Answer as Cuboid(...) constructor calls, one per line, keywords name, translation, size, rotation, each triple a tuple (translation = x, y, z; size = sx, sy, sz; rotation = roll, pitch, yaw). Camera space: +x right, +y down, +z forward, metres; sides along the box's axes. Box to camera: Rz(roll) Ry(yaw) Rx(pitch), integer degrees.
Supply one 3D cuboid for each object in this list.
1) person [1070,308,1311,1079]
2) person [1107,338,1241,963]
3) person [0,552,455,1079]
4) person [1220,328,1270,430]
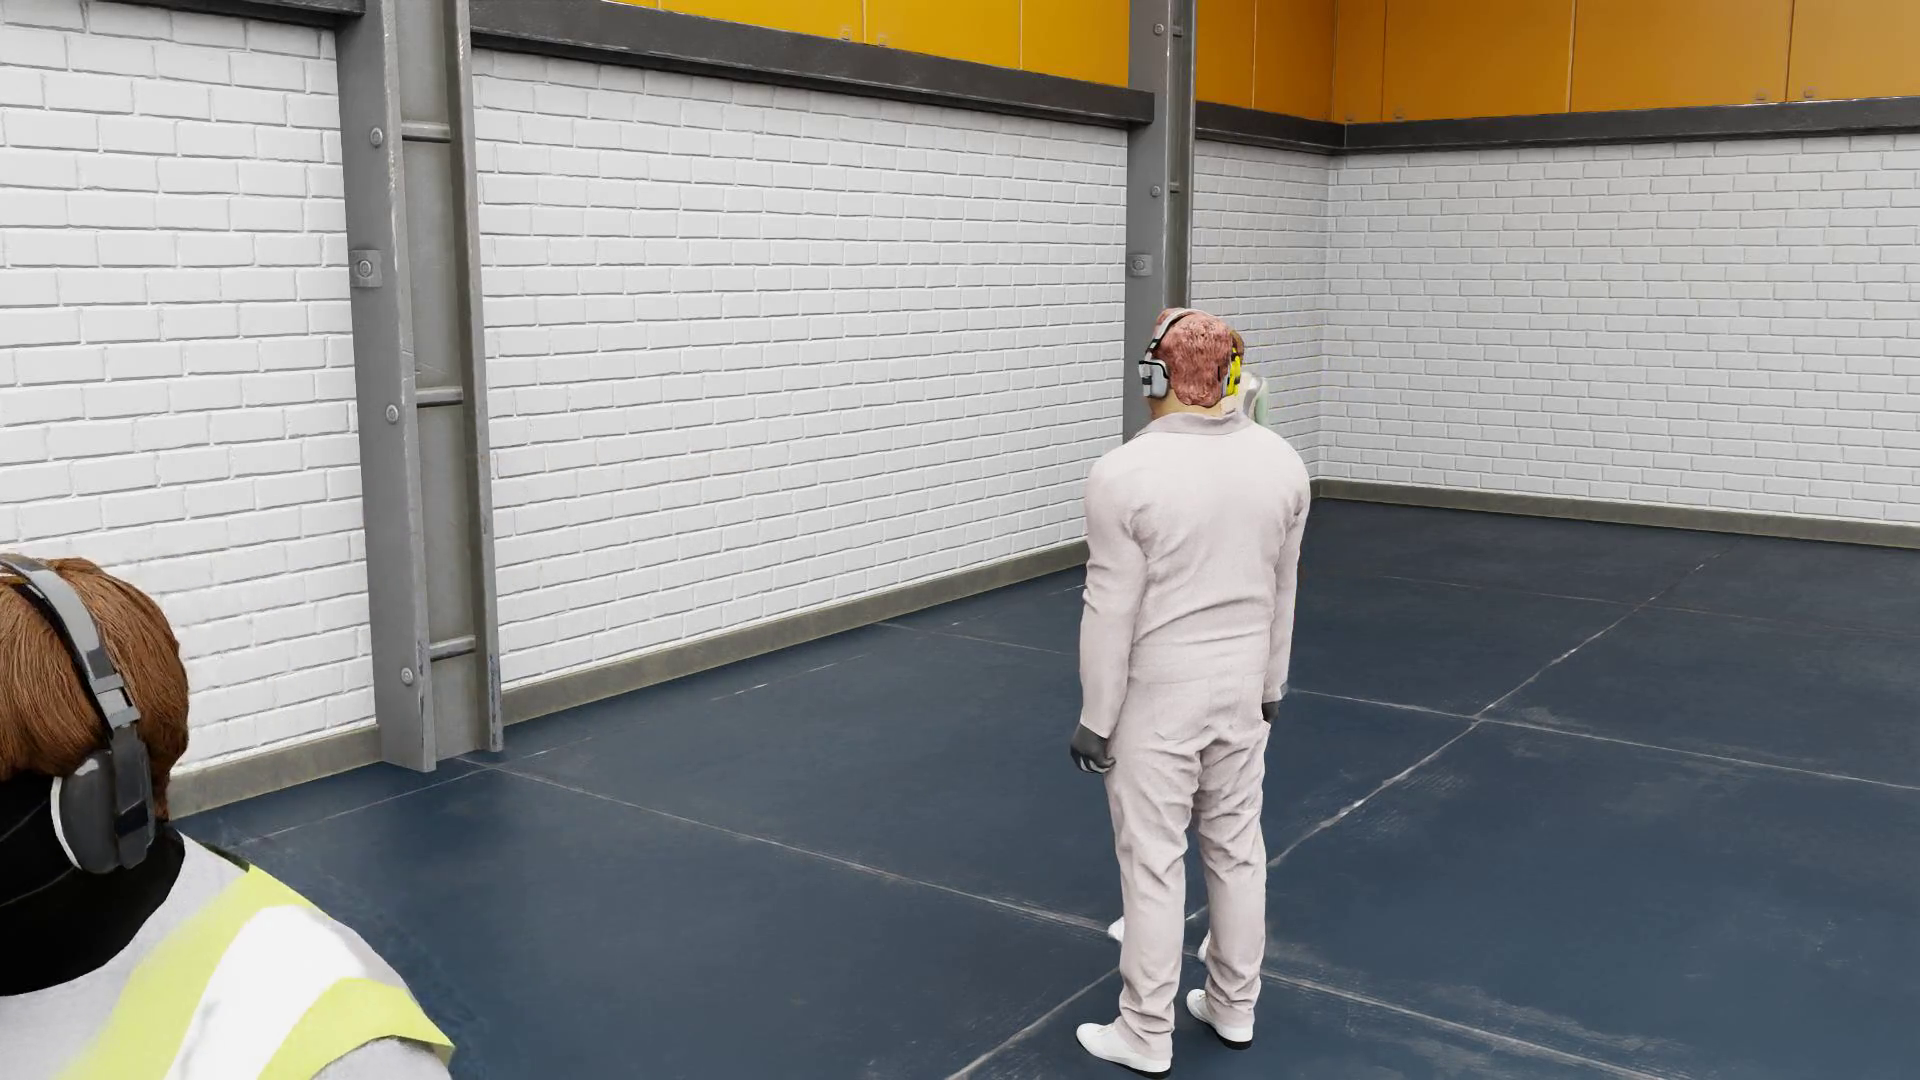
Cuboid(name="person", translation=(0.546, 0.383, 4.159), size=(0.643, 1.909, 0.410), rotation=(-6, 11, -31))
Cuboid(name="person", translation=(0.685, 0.293, 4.827), size=(0.532, 1.861, 0.312), rotation=(7, 12, 35))
Cuboid(name="person", translation=(-0.661, 0.889, 1.387), size=(0.637, 1.823, 0.609), rotation=(4, 10, 24))
Cuboid(name="person", translation=(1.589, -0.443, 9.918), size=(0.521, 1.628, 0.366), rotation=(2, 10, 12))
